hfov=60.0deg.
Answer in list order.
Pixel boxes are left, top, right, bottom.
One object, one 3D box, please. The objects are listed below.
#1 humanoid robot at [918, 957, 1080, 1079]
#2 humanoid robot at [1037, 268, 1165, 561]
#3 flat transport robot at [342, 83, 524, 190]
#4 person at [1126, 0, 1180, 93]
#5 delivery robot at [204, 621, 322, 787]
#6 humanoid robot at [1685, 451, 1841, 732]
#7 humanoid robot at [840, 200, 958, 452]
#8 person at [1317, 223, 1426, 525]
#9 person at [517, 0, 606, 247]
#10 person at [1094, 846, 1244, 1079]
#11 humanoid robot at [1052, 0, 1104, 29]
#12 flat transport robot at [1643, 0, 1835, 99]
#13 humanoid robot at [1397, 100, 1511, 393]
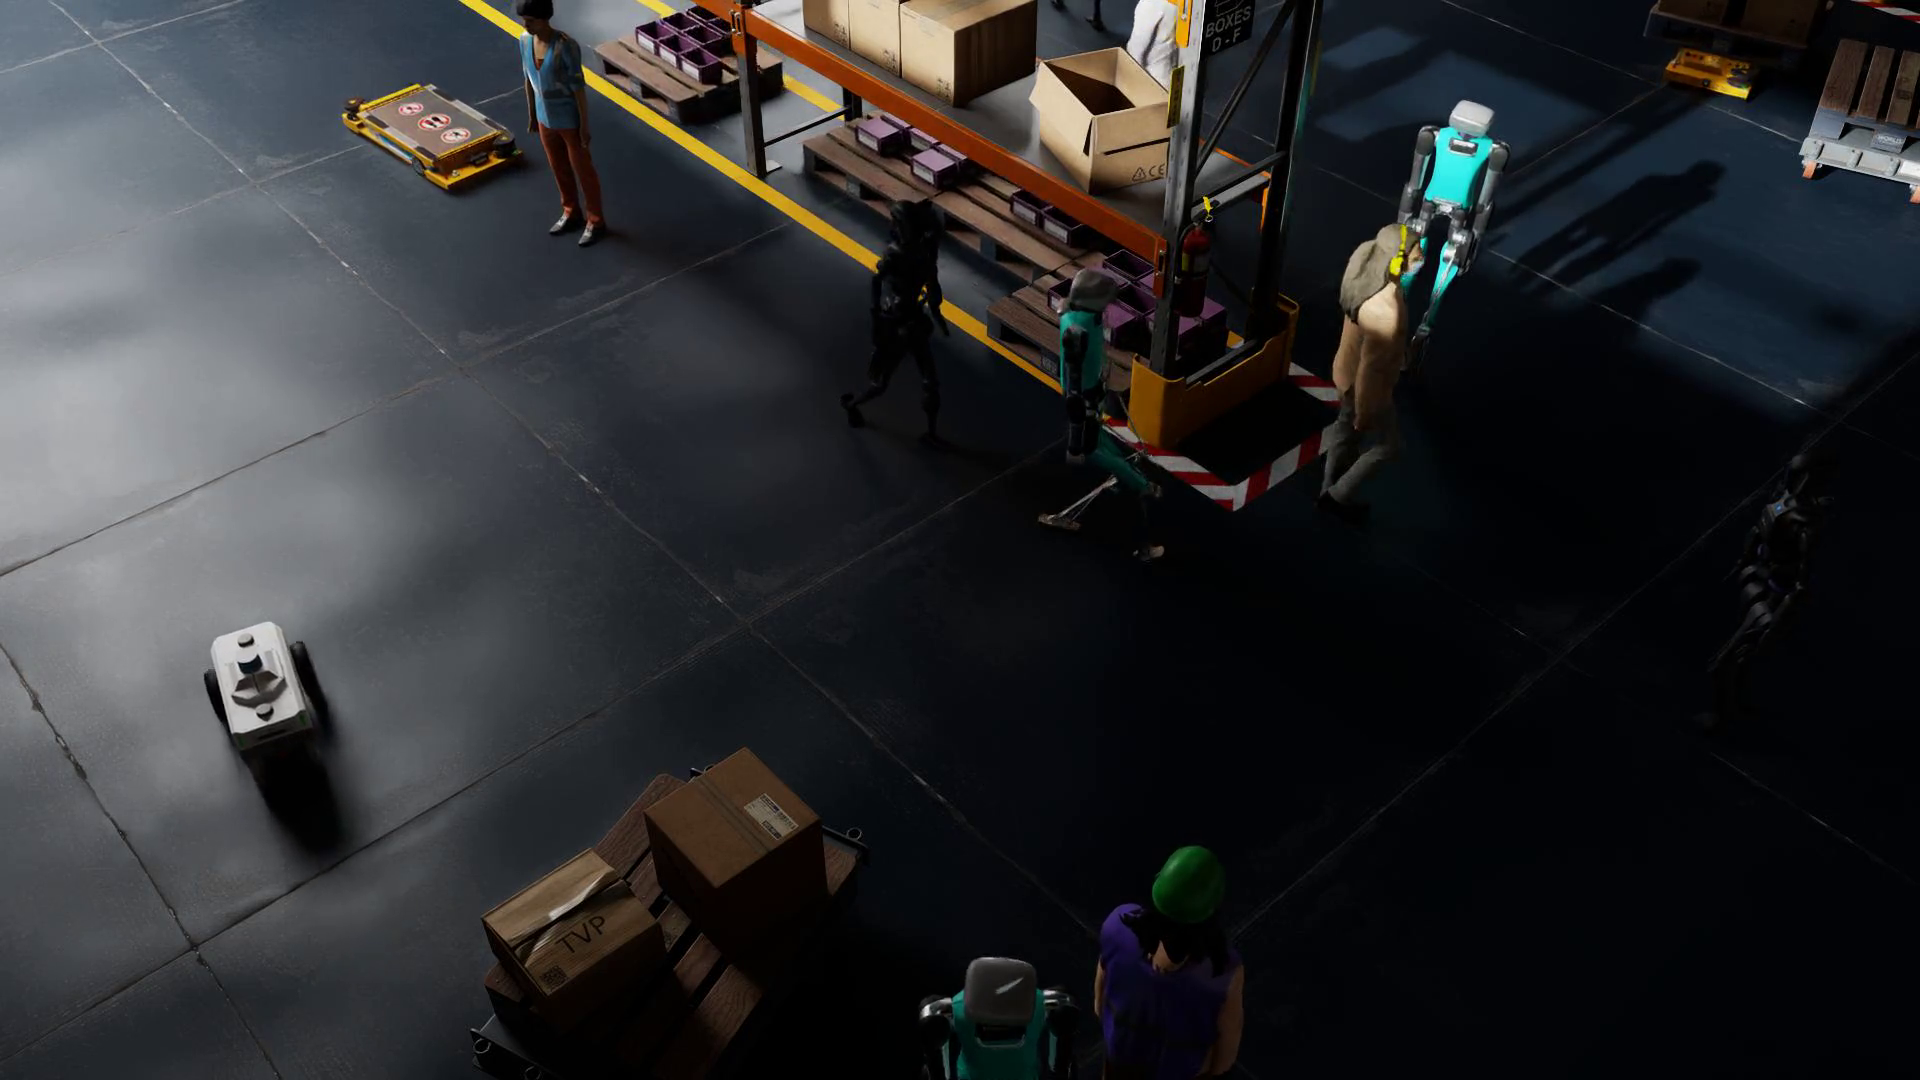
[{"bbox_3d":[0.151,2.166,5.654,0.534,1.791,0.710,-3,43,-3],"label":"humanoid robot"},{"bbox_3d":[0.878,-0.592,8.686,0.898,1.814,0.535,7,43,8],"label":"humanoid robot"},{"bbox_3d":[-3.951,-3.046,12.408,1.431,0.231,0.659,33,52,31],"label":"flat transport robot"},{"bbox_3d":[1.391,-3.200,11.394,0.934,1.868,0.651,31,51,29],"label":"person"},{"bbox_3d":[-3.383,0.750,8.081,0.499,0.613,0.797,-19,46,-20],"label":"delivery robot"},{"bbox_3d":[3.775,0.242,7.795,0.455,1.641,0.616,3,43,3],"label":"humanoid robot"},{"bbox_3d":[-0.360,-1.235,9.447,0.763,1.641,0.612,30,50,28],"label":"humanoid robot"},{"bbox_3d":[2.182,-0.850,8.842,0.478,1.862,0.594,1,43,1],"label":"person"},{"bbox_3d":[-2.660,-2.802,11.043,0.498,1.759,0.332,20,46,21],"label":"person"},{"bbox_3d":[0.728,1.761,5.954,0.544,1.926,0.418,22,47,22],"label":"person"},{"bbox_3d":[1.004,-5.074,13.596,0.612,1.622,0.735,-15,45,-15],"label":"humanoid robot"},{"bbox_3d":[6.230,-4.009,13.455,0.659,0.231,1.431,24,48,23],"label":"flat transport robot"},{"bbox_3d":[2.779,-1.592,9.826,0.553,1.908,0.732,15,45,15],"label":"humanoid robot"}]
